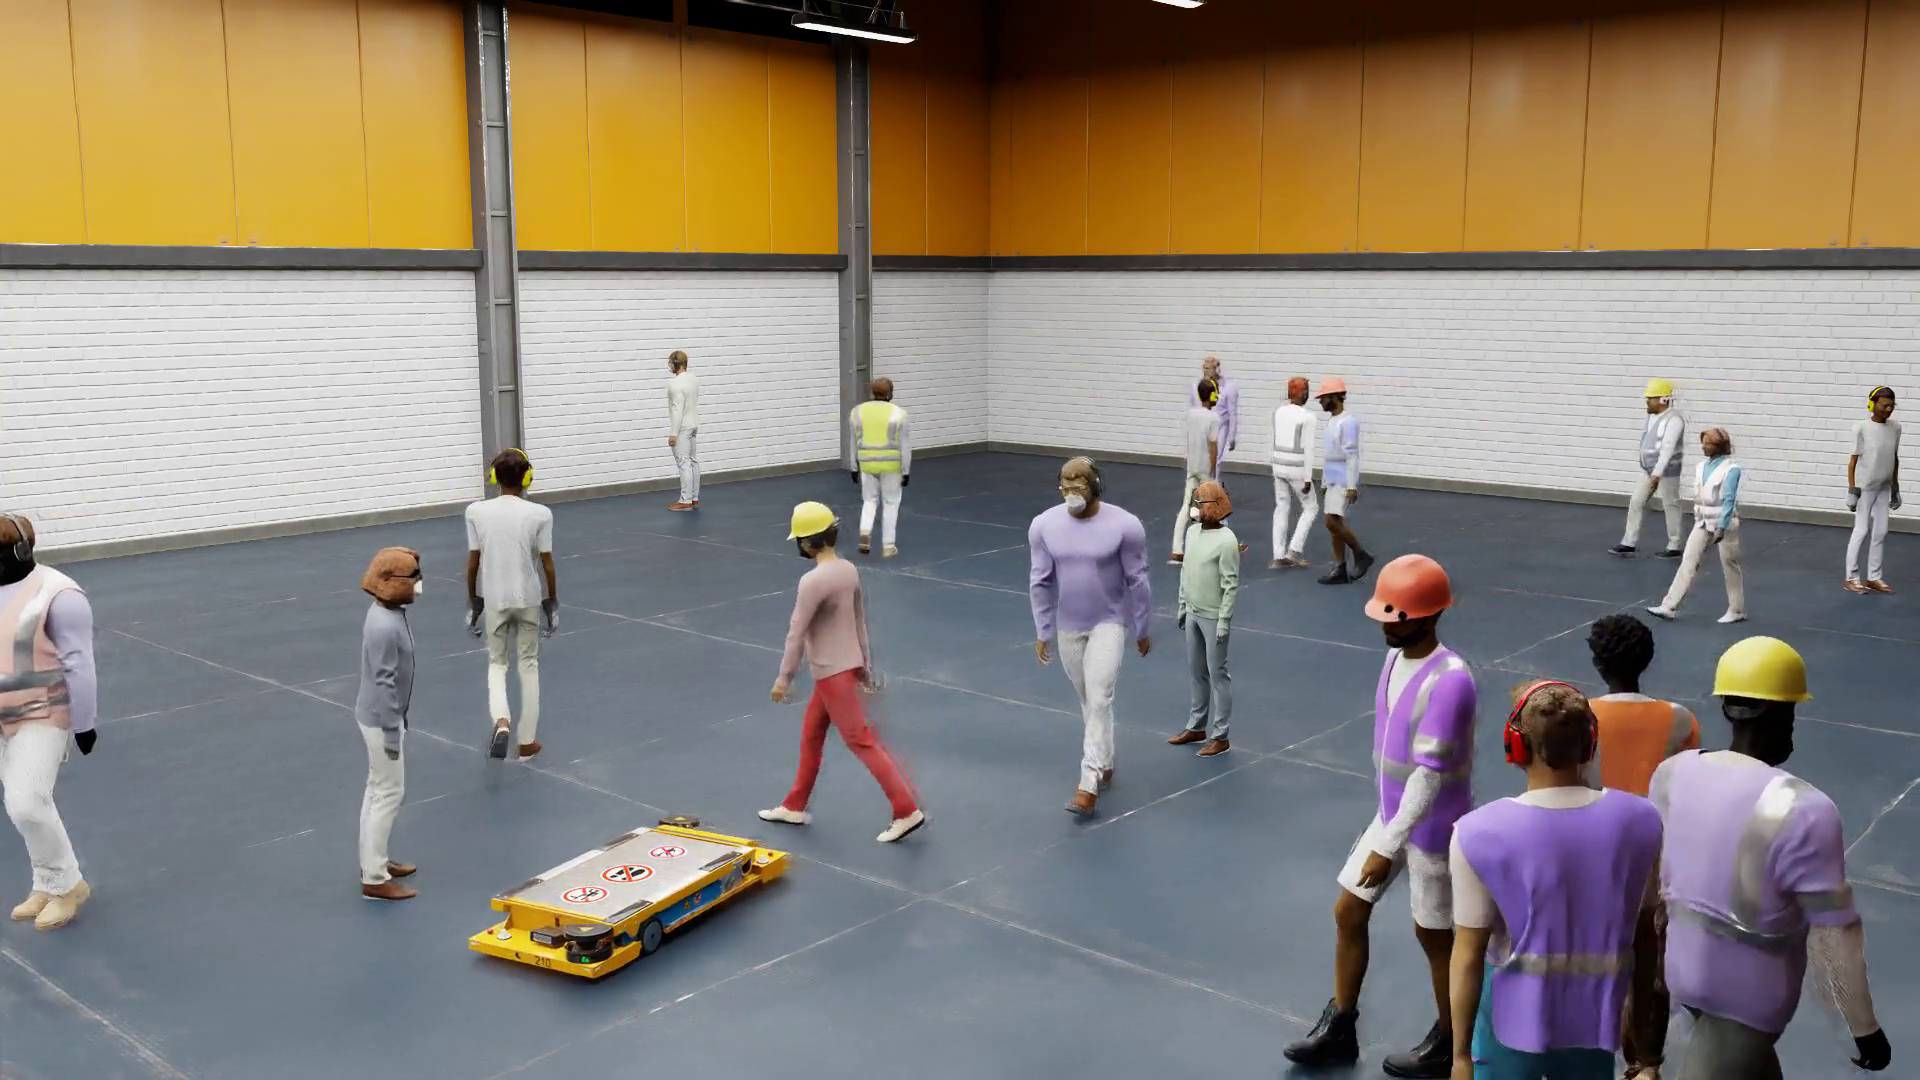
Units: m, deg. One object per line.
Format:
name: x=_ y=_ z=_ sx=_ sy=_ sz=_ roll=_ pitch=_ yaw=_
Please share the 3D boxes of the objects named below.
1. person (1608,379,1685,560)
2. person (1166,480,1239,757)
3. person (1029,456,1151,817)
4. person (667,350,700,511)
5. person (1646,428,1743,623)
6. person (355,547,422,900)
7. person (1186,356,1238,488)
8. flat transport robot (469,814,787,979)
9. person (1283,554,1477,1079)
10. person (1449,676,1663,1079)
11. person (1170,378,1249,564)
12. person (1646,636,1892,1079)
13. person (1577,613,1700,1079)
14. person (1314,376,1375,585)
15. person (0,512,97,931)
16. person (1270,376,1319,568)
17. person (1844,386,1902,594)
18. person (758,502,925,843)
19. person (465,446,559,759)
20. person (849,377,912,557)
person: x=6.852 y=-0.690 z=16.524 sx=0.807 sy=1.798 sz=0.605 roll=-1 pitch=9 yaw=-9
person: x=1.455 y=0.458 z=9.856 sx=0.286 sy=1.633 sz=0.499 roll=-4 pitch=10 yaw=-26
person: x=0.655 y=0.495 z=8.828 sx=0.633 sy=1.885 sz=0.920 roll=4 pitch=10 yaw=26
person: x=-3.345 y=-1.317 z=20.048 sx=0.371 sy=1.940 sz=0.627 roll=2 pitch=9 yaw=12
person: x=6.046 y=-0.098 z=13.456 sx=0.841 sy=1.595 sz=0.529 roll=-3 pitch=9 yaw=-16
person: x=-2.612 y=0.829 z=7.599 sx=0.354 sy=1.614 sz=0.504 roll=-2 pitch=9 yaw=-15
person: x=3.047 y=-1.287 z=20.059 sx=0.651 sy=1.883 sz=0.813 roll=7 pitch=11 yaw=35
flat transport robot: x=-1.423 y=1.537 z=7.348 sx=0.652 sy=0.197 sz=1.431 roll=5 pitch=10 yaw=26
person: x=1.483 y=0.986 z=5.712 sx=0.773 sy=1.901 sz=0.550 roll=-2 pitch=9 yaw=-14
person: x=1.536 y=1.268 z=4.217 sx=0.587 sy=1.816 sz=0.802 roll=-1 pitch=9 yaw=-7
person: x=2.429 y=-0.682 z=16.416 sx=0.977 sy=1.818 sz=0.523 roll=-7 pitch=11 yaw=-38
person: x=2.111 y=1.193 z=4.524 sx=1.045 sy=1.866 sz=0.594 roll=-2 pitch=9 yaw=-12
person: x=2.336 y=1.071 z=5.938 sx=0.553 sy=1.639 sz=0.898 roll=1 pitch=9 yaw=3
person: x=3.477 y=-0.536 z=15.222 sx=0.477 sy=1.913 sz=0.586 roll=-2 pitch=9 yaw=-11
person: x=-4.090 y=0.785 z=7.222 sx=0.631 sy=1.825 sz=0.495 roll=4 pitch=10 yaw=21
person: x=3.219 y=-0.643 z=16.053 sx=0.448 sy=1.868 sz=0.588 roll=-8 pitch=12 yaw=-40
person: x=8.150 y=-0.441 z=14.826 sx=0.527 sy=1.856 sz=0.330 roll=-2 pitch=9 yaw=-12
person: x=-0.592 y=0.658 z=8.369 sx=0.929 sy=1.709 sz=0.533 roll=3 pitch=9 yaw=17
person: x=-2.598 y=0.386 z=9.629 sx=0.540 sy=1.852 sz=0.478 roll=-1 pitch=9 yaw=-7
person: x=-0.795 y=-0.714 z=16.613 sx=0.643 sy=1.822 sz=0.539 roll=2 pitch=9 yaw=15
